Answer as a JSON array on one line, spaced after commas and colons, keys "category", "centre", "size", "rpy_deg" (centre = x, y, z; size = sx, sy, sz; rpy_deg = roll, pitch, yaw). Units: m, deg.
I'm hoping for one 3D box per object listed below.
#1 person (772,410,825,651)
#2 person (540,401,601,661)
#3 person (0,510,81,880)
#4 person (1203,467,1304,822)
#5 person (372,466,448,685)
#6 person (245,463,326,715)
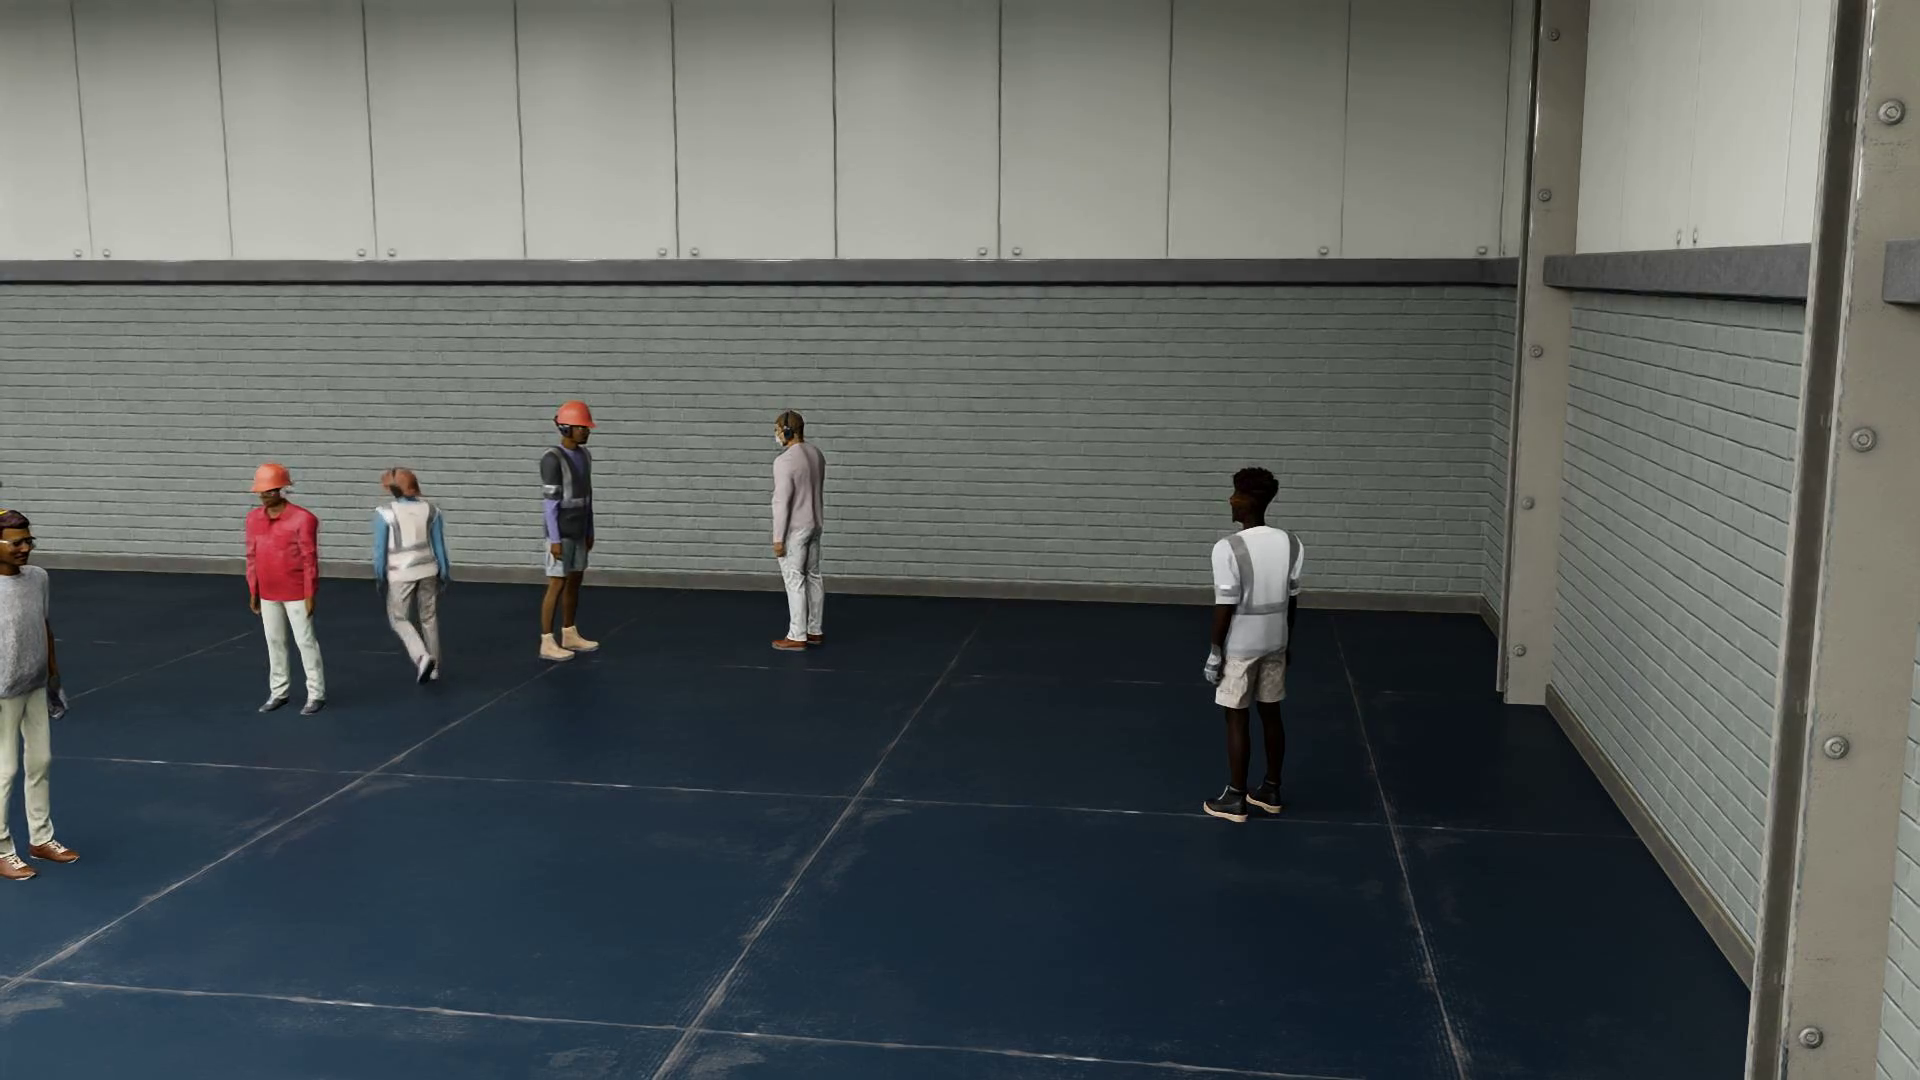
[{"category": "person", "centre": [-1.295, -0.071, 13.294], "size": [0.377, 1.930, 0.637], "rpy_deg": [5, 10, 27]}, {"category": "person", "centre": [-3.034, -0.075, 13.031], "size": [0.454, 2.030, 0.620], "rpy_deg": [3, 10, 18]}, {"category": "person", "centre": [-4.720, 0.766, 8.347], "size": [0.328, 1.861, 0.500], "rpy_deg": [2, 10, 15]}, {"category": "person", "centre": [1.609, 0.571, 9.197], "size": [0.613, 1.965, 0.361], "rpy_deg": [-6, 11, -32]}, {"category": "person", "centre": [-3.937, 0.277, 12.054], "size": [0.513, 1.620, 0.555], "rpy_deg": [9, 13, 44]}, {"category": "person", "centre": [-4.630, 0.335, 11.347], "size": [0.564, 1.742, 0.365], "rpy_deg": [3, 10, 15]}]
